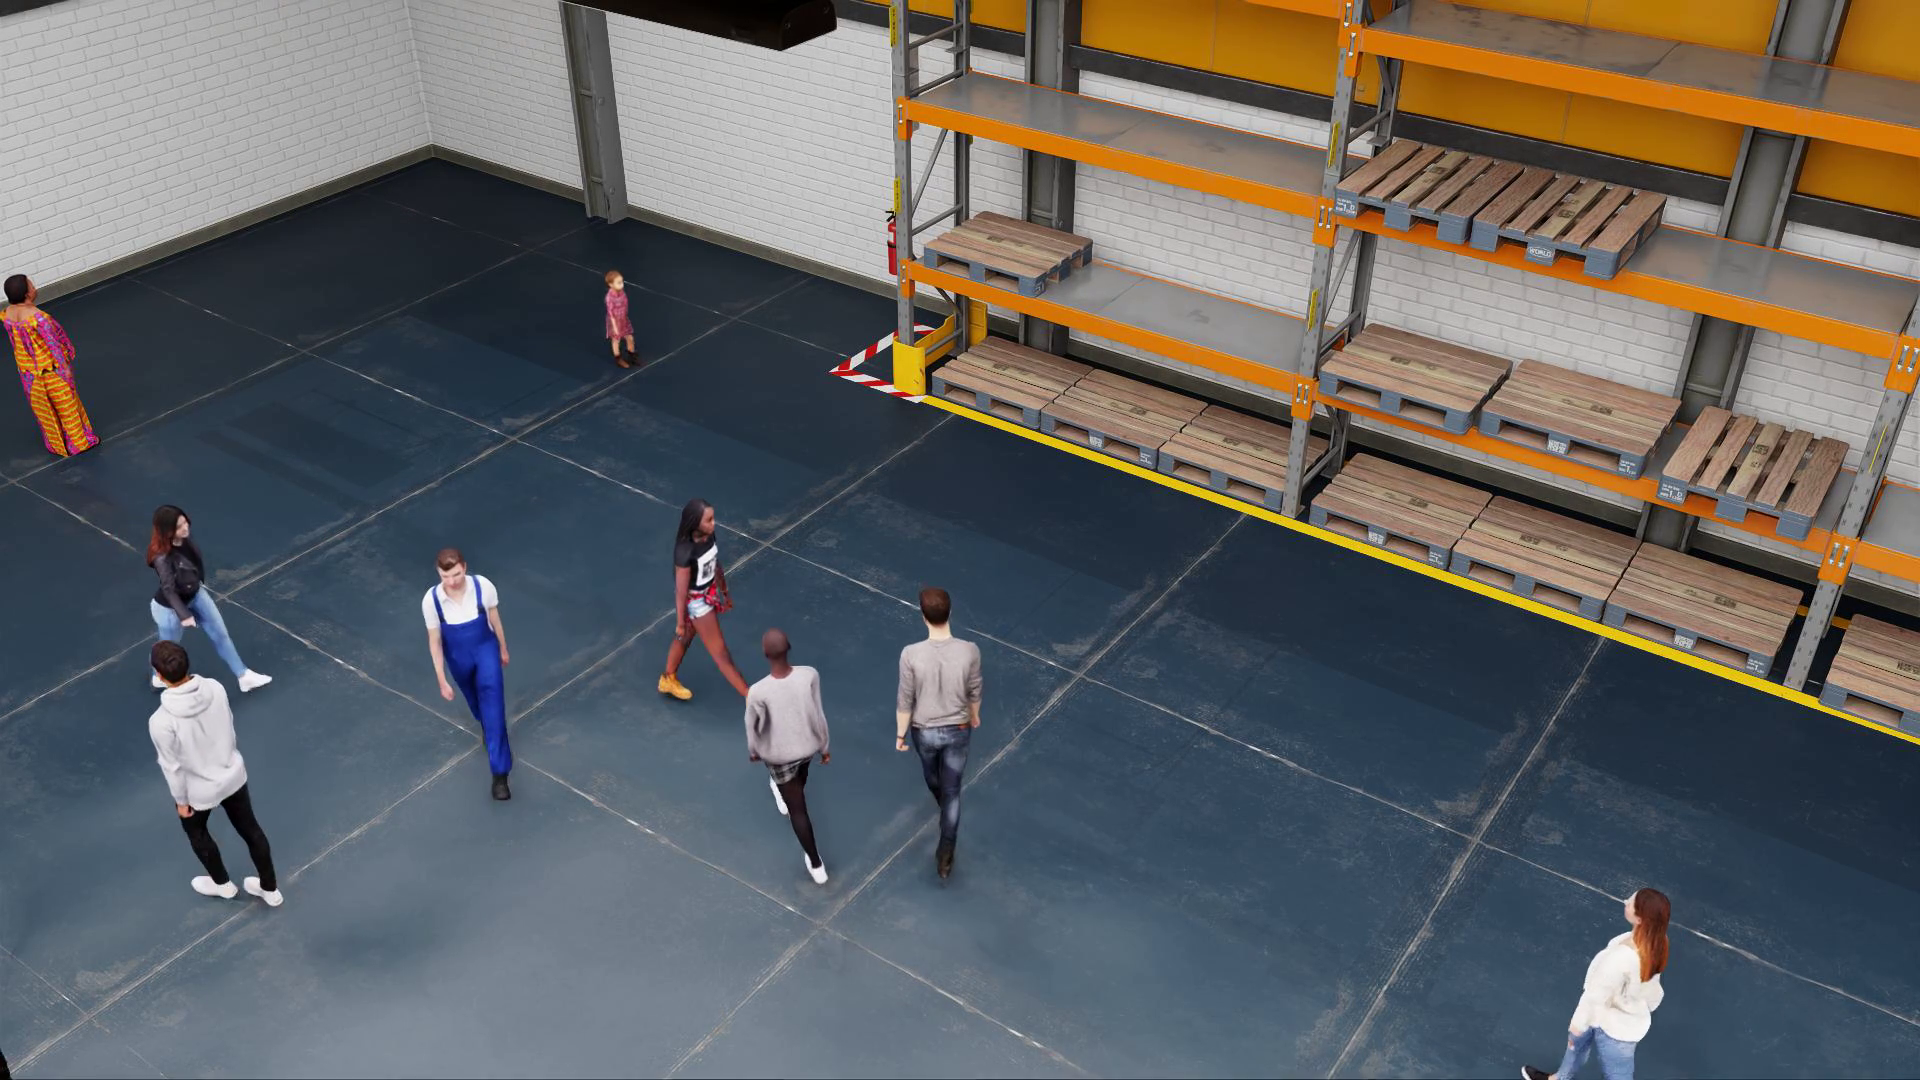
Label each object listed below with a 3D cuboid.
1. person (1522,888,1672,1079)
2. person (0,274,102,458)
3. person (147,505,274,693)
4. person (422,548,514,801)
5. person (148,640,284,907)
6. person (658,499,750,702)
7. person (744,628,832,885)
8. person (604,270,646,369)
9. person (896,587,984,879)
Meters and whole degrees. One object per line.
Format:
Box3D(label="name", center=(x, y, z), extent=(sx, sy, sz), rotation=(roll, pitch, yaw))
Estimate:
Box3D(label="person", center=(3.391, 2.489, 8.410), extent=(1.167, 1.655, 0.718), rotation=(28, 43, 36))
Box3D(label="person", center=(-7.964, -1.557, 14.473), extent=(0.672, 1.682, 0.779), rotation=(11, 35, 16))
Box3D(label="person", center=(-5.473, 0.445, 11.558), extent=(1.222, 1.576, 0.993), rotation=(1, 34, 2))
Box3D(label="person", center=(-3.202, 0.739, 10.920), extent=(1.136, 1.792, 1.298), rotation=(-10, 35, -15))
Box3D(label="person", center=(-4.323, 1.439, 9.764), extent=(0.835, 1.906, 0.742), rotation=(17, 37, 24))
Box3D(label="person", center=(-1.883, 0.463, 11.447), extent=(1.281, 1.668, 0.902), rotation=(9, 35, 14))
Box3D(label="person", center=(-0.990, 1.349, 10.056), extent=(0.989, 1.733, 1.234), rotation=(-15, 36, -21))
Box3D(label="person", center=(-3.309, -2.123, 15.929), extent=(0.519, 1.013, 0.423), rotation=(22, 39, 29))
Box3D(label="person", center=(-0.107, 1.231, 10.132), extent=(1.242, 1.844, 1.204), rotation=(-1, 34, -2))
